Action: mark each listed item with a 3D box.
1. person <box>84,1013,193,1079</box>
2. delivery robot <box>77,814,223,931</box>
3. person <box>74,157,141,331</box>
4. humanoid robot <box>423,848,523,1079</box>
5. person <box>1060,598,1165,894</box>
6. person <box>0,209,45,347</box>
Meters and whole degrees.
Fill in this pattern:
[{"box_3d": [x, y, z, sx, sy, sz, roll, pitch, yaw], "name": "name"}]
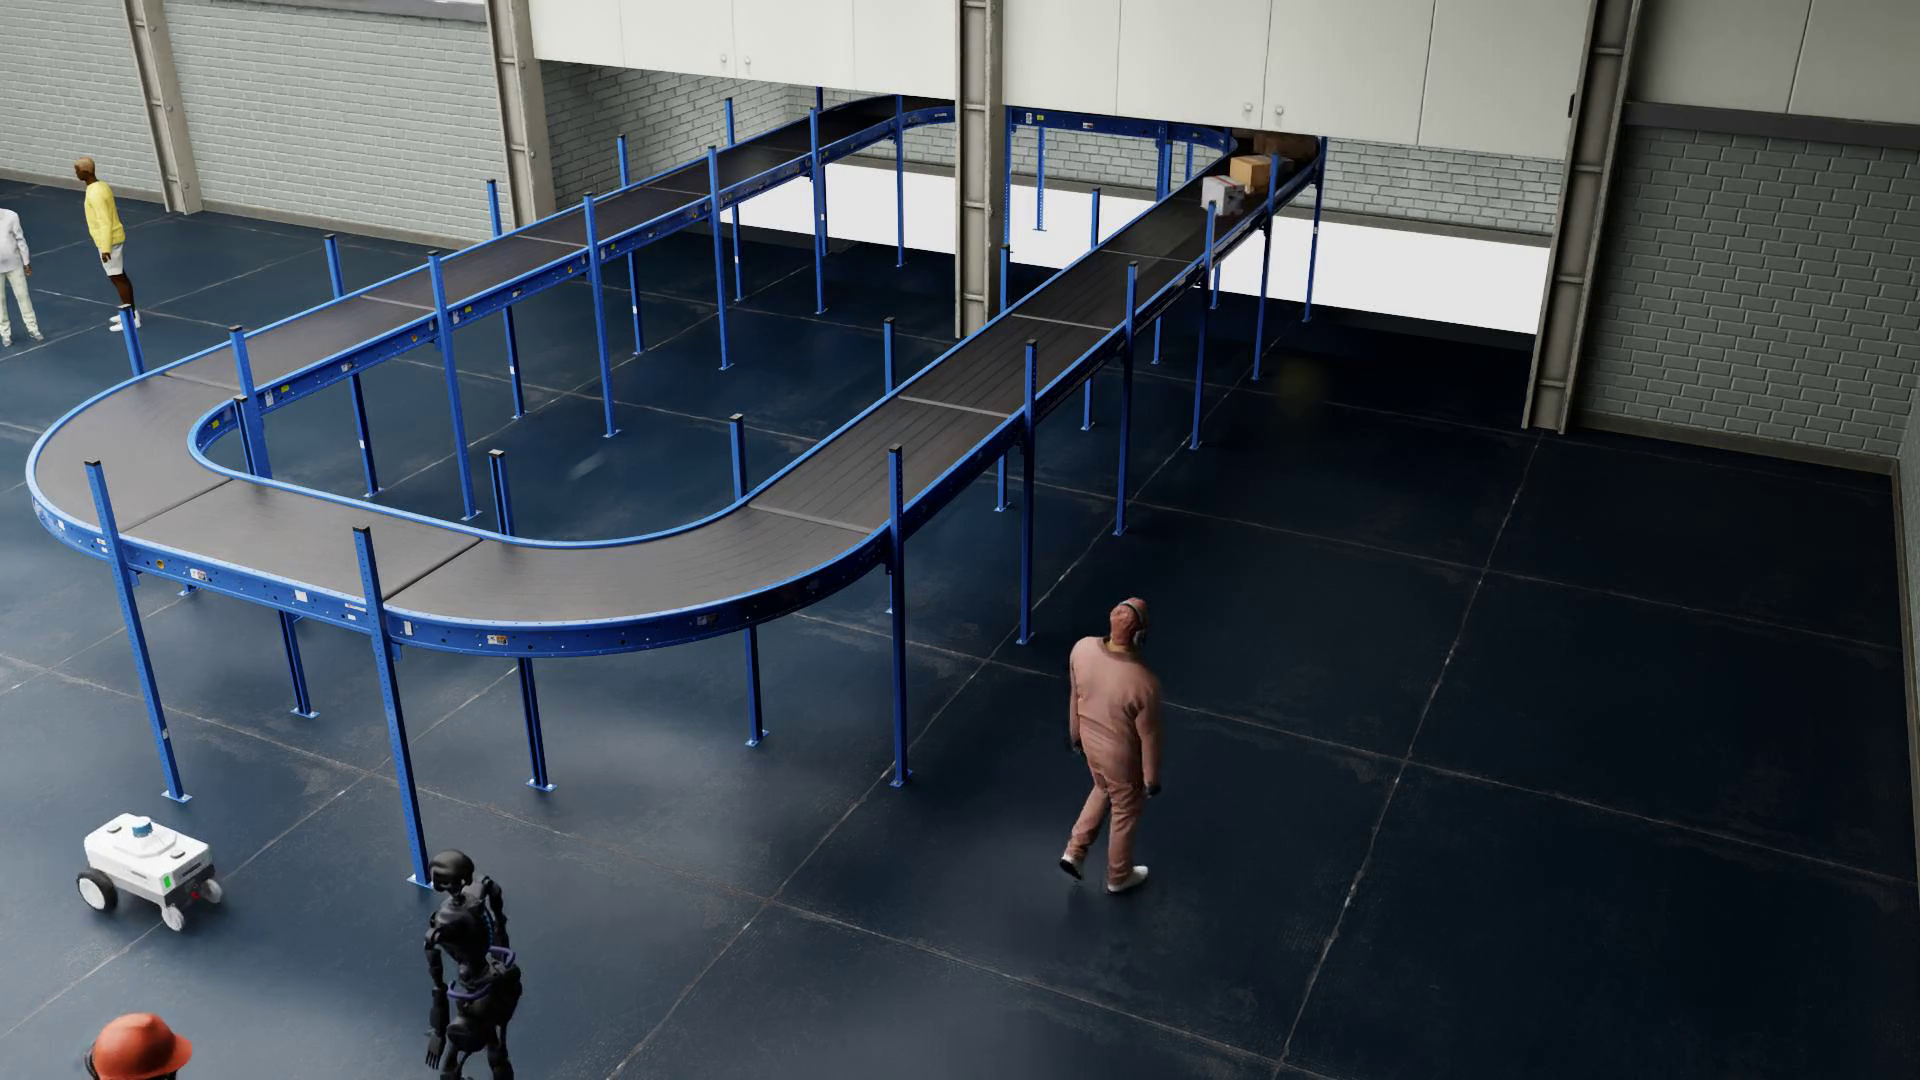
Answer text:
[{"box_3d": [-2.920, 2.578, 6.344, 1.030, 1.983, 0.632, -6, 27, -12], "name": "person"}, {"box_3d": [-4.611, 1.846, 9.456, 0.811, 0.614, 0.499, 13, 29, 24], "name": "delivery robot"}, {"box_3d": [-9.309, -3.243, 18.177, 0.360, 1.899, 0.551, -10, 28, -18], "name": "person"}, {"box_3d": [-2.214, 2.104, 7.647, 0.358, 1.641, 0.598, 9, 28, 17], "name": "humanoid robot"}, {"box_3d": [0.871, 1.180, 9.269, 0.482, 1.893, 0.667, -21, 33, -36], "name": "person"}, {"box_3d": [-10.214, -2.938, 17.736, 0.565, 1.743, 0.344, -20, 33, -35], "name": "person"}]
